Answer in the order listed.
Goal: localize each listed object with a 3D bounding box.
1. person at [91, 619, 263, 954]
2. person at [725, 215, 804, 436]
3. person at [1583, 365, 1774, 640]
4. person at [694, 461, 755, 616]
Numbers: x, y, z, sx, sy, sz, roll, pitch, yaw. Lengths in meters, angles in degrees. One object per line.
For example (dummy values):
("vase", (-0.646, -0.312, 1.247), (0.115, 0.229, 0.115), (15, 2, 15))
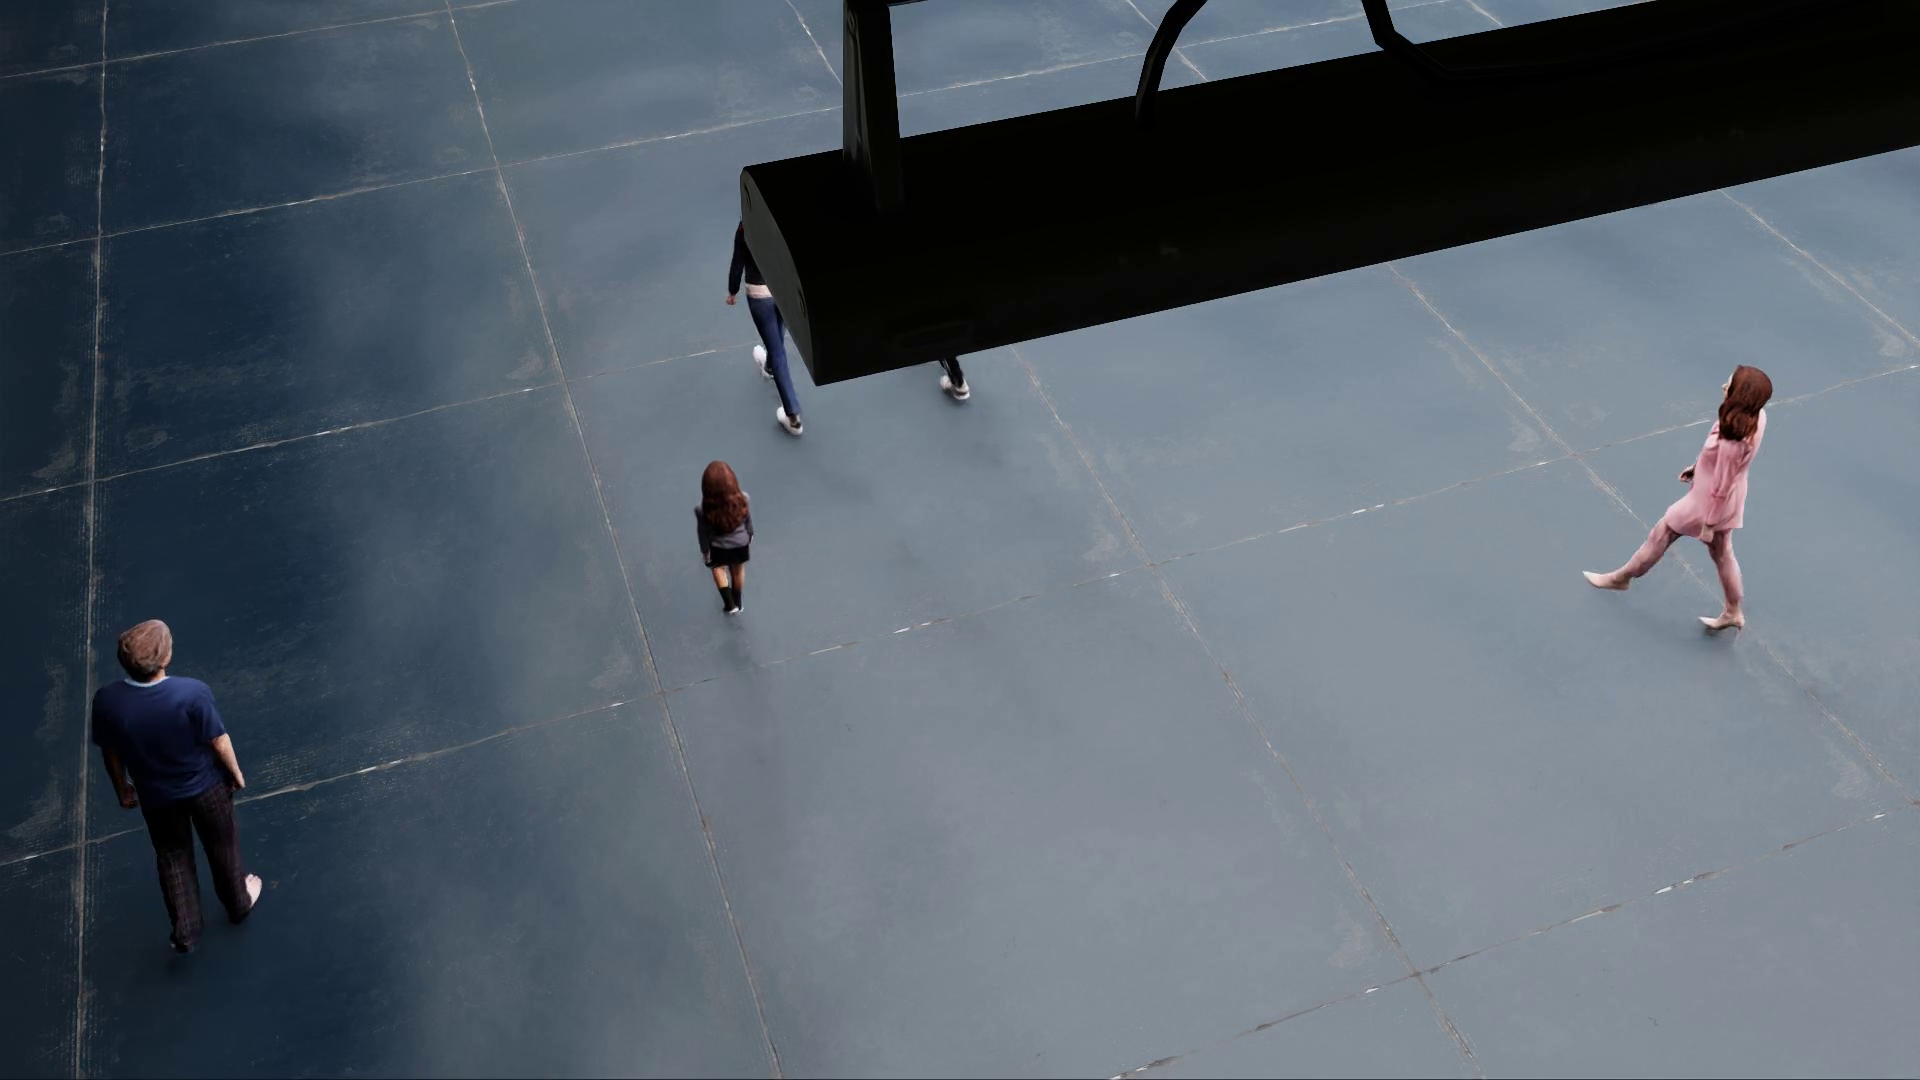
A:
("person", (-3.554, 1.150, 7.573), (0.785, 1.838, 0.864), (-15, 45, -16))
("person", (-1.135, -1.431, 10.405), (0.732, 1.746, 1.138), (-23, 48, -23))
("person", (4.177, -0.158, 9.039), (1.217, 1.748, 1.007), (29, 50, 28))
("person", (-1.296, 0.021, 9.324), (0.476, 1.099, 0.531), (-13, 45, -14))
